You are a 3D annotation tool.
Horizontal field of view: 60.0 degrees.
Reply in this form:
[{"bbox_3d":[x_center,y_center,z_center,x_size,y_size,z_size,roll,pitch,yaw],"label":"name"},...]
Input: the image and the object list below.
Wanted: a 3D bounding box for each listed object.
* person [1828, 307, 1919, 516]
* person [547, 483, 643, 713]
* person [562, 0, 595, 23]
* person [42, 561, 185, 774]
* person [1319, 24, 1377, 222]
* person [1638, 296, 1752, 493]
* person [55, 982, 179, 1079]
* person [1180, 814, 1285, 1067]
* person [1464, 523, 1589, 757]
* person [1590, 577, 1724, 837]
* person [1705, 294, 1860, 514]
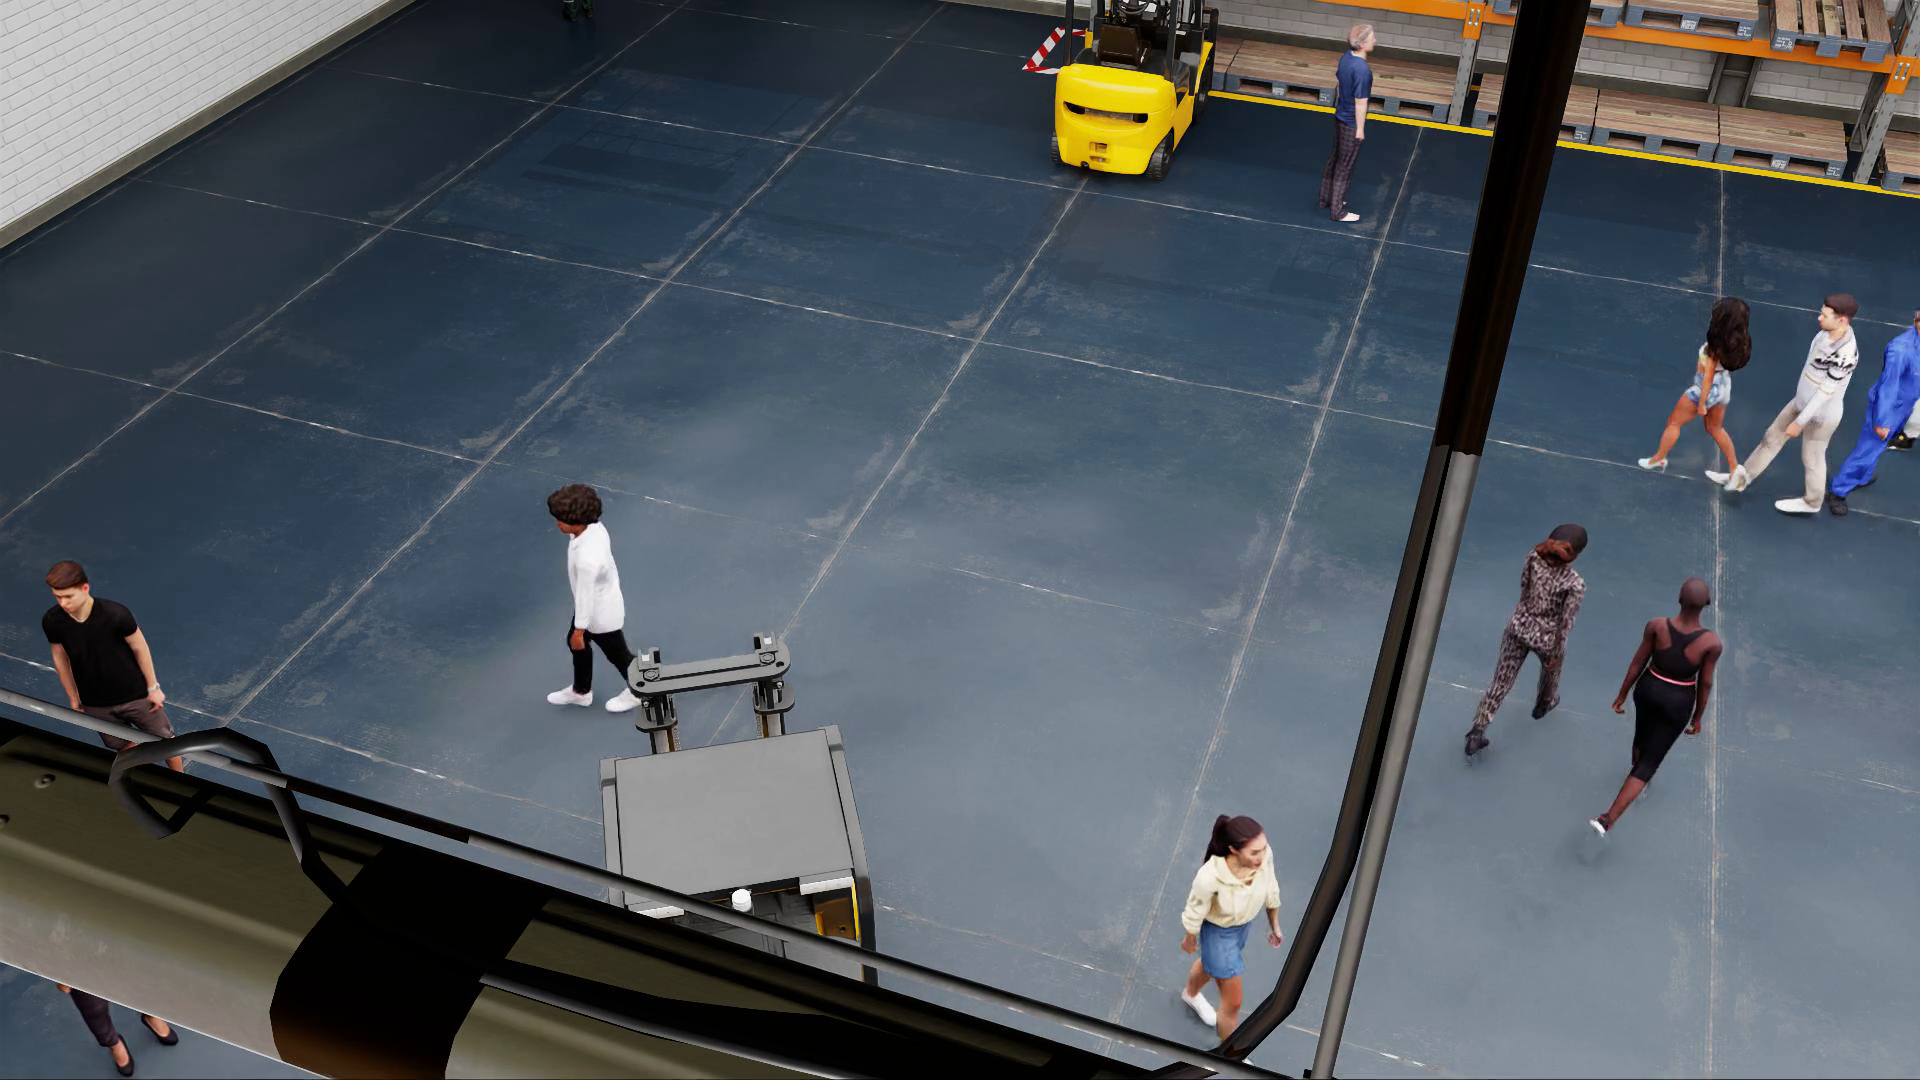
[{"bbox_3d":[6.723,-1.013,12.007,0.877,1.790,0.931,29,47,31],"label":"person"},{"bbox_3d":[-2.150,0.388,10.256,1.025,1.785,0.931,-9,39,-11],"label":"person"},{"bbox_3d":[-4.601,-7.018,19.487,0.784,1.839,0.839,-17,42,-20],"label":"person"},{"bbox_3d":[-4.867,0.853,9.613,0.686,1.861,0.830,-4,39,-5],"label":"person"},{"bbox_3d":[3.650,-3.922,15.584,0.727,1.871,0.737,-6,39,-8],"label":"person"},{"bbox_3d":[5.553,-1.031,12.185,1.095,1.595,0.831,31,48,33],"label":"person"},{"bbox_3d":[-4.312,2.046,8.273,0.628,1.668,0.653,27,46,29],"label":"person"},{"bbox_3d":[1.300,1.934,8.464,0.889,1.606,1.005,-27,46,-29],"label":"person"},{"bbox_3d":[3.411,0.621,10.054,1.018,1.674,1.144,-28,46,-30],"label":"person"},{"bbox_3d":[3.986,1.004,9.533,1.126,1.725,0.920,24,44,27],"label":"person"},{"bbox_3d":[6.209,-0.929,11.871,1.085,1.828,0.795,9,39,11],"label":"person"}]
